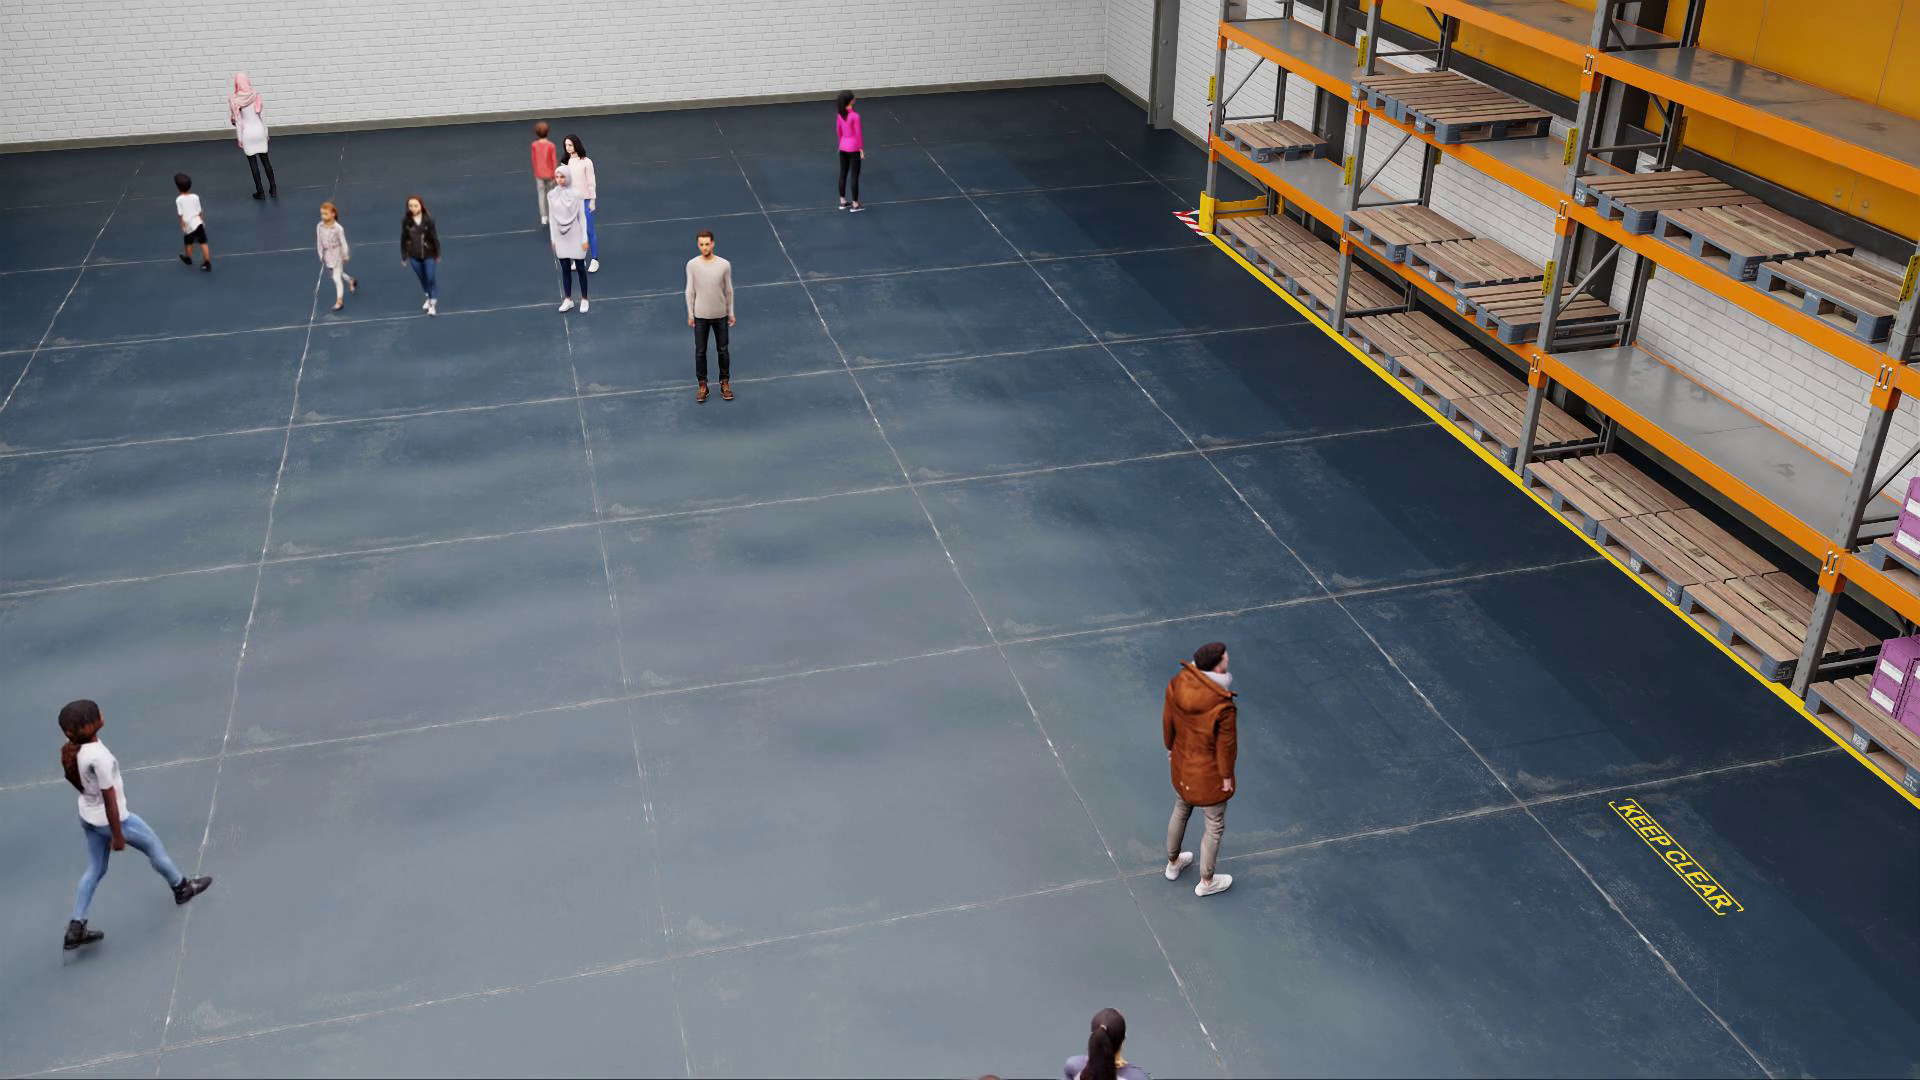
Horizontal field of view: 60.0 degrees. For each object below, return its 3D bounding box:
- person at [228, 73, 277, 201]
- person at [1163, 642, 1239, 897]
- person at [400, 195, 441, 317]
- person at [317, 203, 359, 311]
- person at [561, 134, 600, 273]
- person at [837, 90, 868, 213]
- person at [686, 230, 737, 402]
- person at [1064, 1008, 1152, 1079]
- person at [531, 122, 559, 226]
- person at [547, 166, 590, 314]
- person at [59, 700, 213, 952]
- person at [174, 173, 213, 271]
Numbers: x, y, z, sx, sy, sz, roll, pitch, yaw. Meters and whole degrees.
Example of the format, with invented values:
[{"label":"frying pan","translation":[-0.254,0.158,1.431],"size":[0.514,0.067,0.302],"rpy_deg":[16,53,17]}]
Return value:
[{"label":"person","translation":[-10.201,-5.829,23.986],"size":[0.753,1.803,0.734],"rpy_deg":[25,37,38]},{"label":"person","translation":[1.539,1.446,10.614],"size":[0.895,1.837,0.799],"rpy_deg":[-24,36,-36]},{"label":"person","translation":[-6.458,-3.452,19.996],"size":[0.713,1.451,0.945],"rpy_deg":[0,29,0]},{"label":"person","translation":[-7.570,-3.484,20.219],"size":[0.812,1.294,0.938],"rpy_deg":[9,30,16]},{"label":"person","translation":[-4.845,-4.309,21.235],"size":[0.732,1.768,0.747],"rpy_deg":[10,30,17]},{"label":"person","translation":[-1.564,-5.509,23.509],"size":[0.666,1.698,0.748],"rpy_deg":[22,35,34]},{"label":"person","translation":[-2.637,-2.394,17.622],"size":[0.676,1.868,0.609],"rpy_deg":[-4,29,-7]},{"label":"person","translation":[0.699,2.997,8.005],"size":[1.024,1.613,1.078],"rpy_deg":[17,33,28]},{"label":"person","translation":[-5.740,-5.031,22.958],"size":[0.686,1.387,0.992],"rpy_deg":[0,29,0]},{"label":"person","translation":[-4.678,-3.614,19.955],"size":[0.682,1.775,0.668],"rpy_deg":[4,29,8]},{"label":"person","translation":[-5.306,1.768,10.195],"size":[1.150,1.673,1.134],"rpy_deg":[20,34,32]},{"label":"person","translation":[-9.810,-4.049,21.315],"size":[0.870,1.235,0.757],"rpy_deg":[21,35,34]}]
